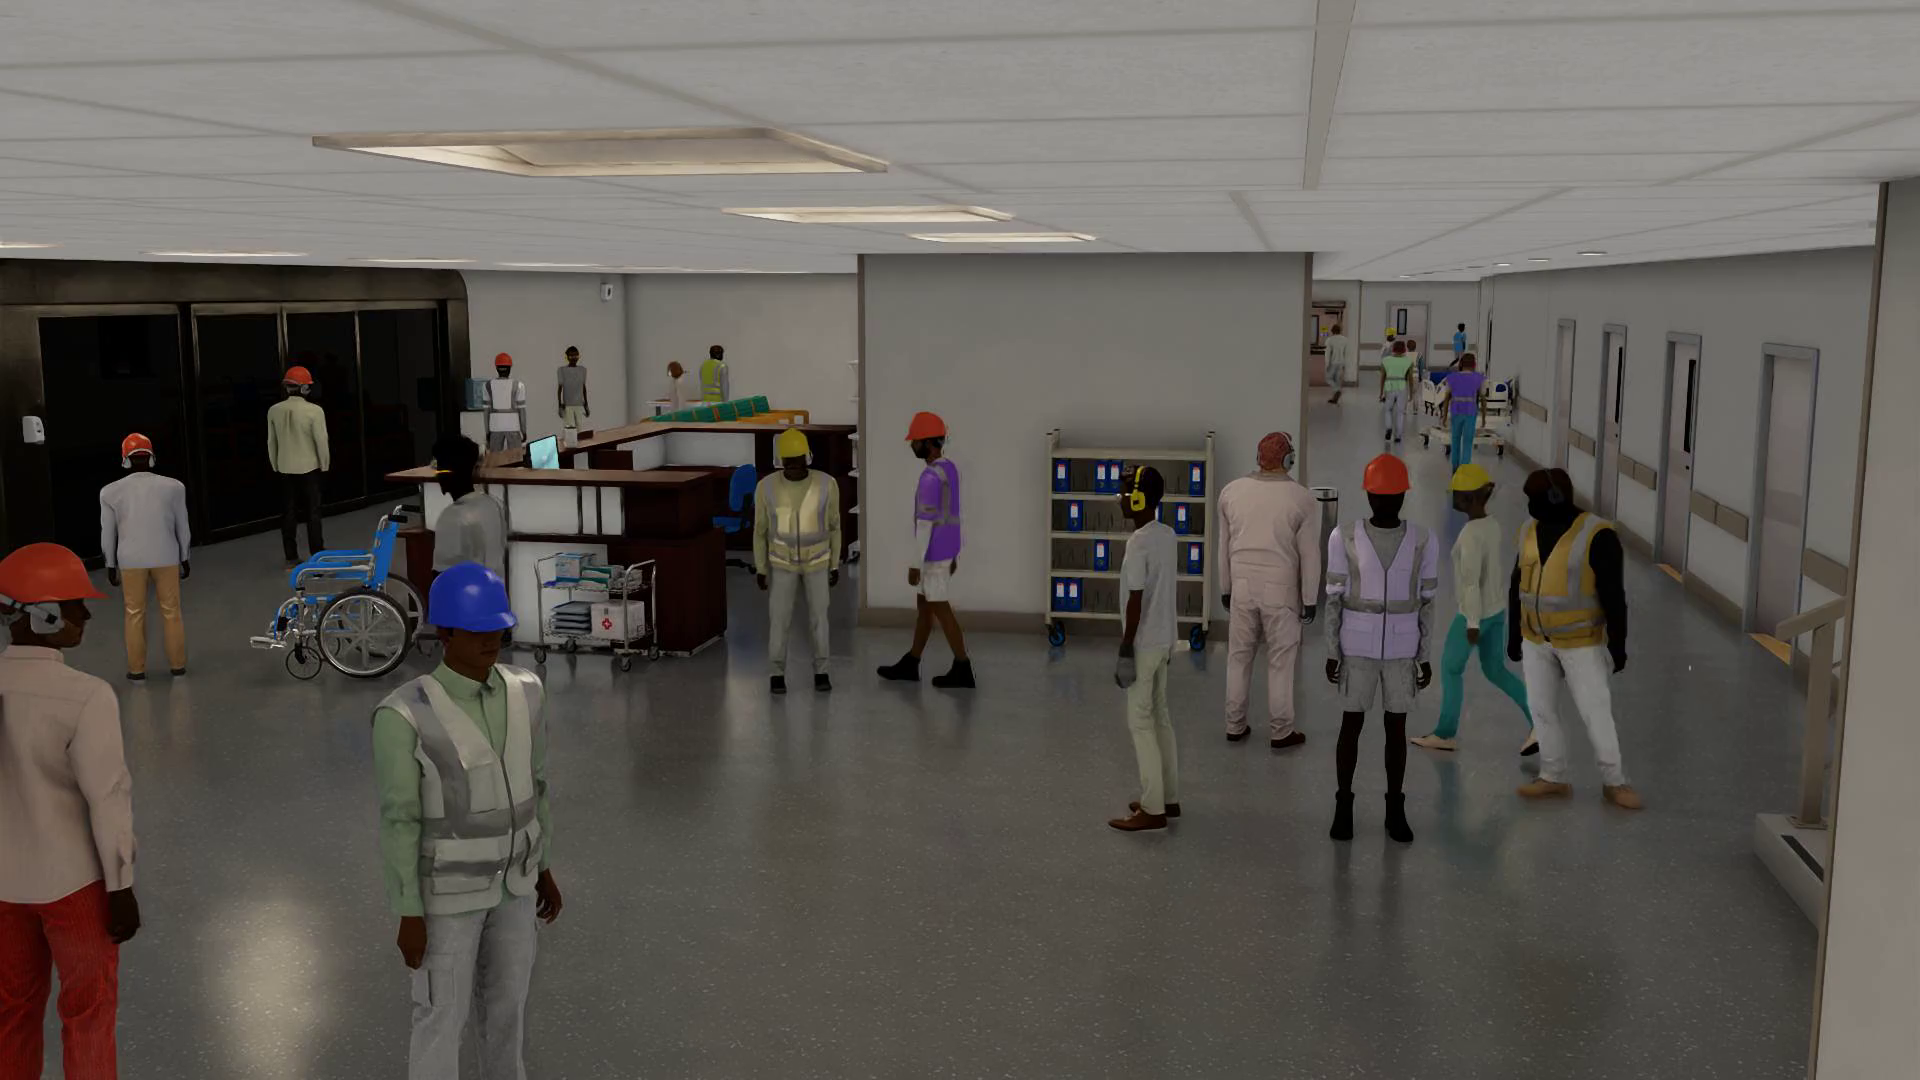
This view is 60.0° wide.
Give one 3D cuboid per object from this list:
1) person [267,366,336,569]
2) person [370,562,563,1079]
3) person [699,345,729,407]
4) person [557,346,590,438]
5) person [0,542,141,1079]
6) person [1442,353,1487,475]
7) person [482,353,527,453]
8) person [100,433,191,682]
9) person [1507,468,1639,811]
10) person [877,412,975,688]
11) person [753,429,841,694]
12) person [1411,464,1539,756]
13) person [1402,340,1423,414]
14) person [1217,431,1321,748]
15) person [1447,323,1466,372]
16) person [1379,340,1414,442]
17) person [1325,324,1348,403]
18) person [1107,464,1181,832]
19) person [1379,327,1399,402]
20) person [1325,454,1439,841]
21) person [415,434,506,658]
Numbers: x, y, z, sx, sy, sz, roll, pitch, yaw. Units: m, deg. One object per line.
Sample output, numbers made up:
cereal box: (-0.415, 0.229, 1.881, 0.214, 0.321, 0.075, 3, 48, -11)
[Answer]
person: (-6.450, -0.703, 16.297, 0.614, 1.993, 0.395, 2, 9, 11)
person: (-1.449, 1.026, 4.981, 0.391, 1.948, 0.605, 5, 10, 32)
person: (-4.048, -2.317, 27.577, 0.635, 1.834, 0.430, 7, 11, 40)
person: (-6.004, -2.082, 25.863, 0.521, 1.870, 0.319, -7, 11, -38)
person: (-2.726, 0.999, 5.014, 0.612, 1.991, 0.392, 3, 9, 17)
person: (7.353, -1.809, 24.208, 0.605, 1.821, 0.636, 4, 9, 23)
person: (-5.870, -1.452, 21.495, 0.546, 1.929, 0.387, 0, 9, -2)
person: (-5.695, 0.121, 11.655, 0.565, 1.743, 0.355, -5, 10, -29)
person: (3.271, 0.520, 8.860, 0.546, 1.805, 0.749, -6, 10, -34)
person: (-0.215, 0.077, 11.431, 0.653, 1.923, 0.567, 2, 9, 12)
person: (-1.101, 0.150, 11.261, 0.596, 1.814, 0.452, -1, 9, -4)
person: (3.112, 0.420, 9.730, 0.782, 1.732, 0.548, 6, 11, 36)
person: (9.877, -3.566, 36.478, 0.525, 1.637, 0.307, 1, 9, 6)
person: (1.862, 0.298, 9.989, 0.648, 1.901, 0.399, 5, 10, 32)
person: (15.815, -6.051, 52.807, 0.554, 1.684, 0.534, -3, 9, -21)
person: (7.849, -2.669, 29.889, 0.592, 1.827, 0.456, 3, 9, 19)
person: (9.032, -4.223, 39.891, 0.634, 1.922, 0.531, -3, 9, -22)
person: (0.953, 0.544, 8.469, 0.331, 1.863, 0.513, 5, 10, 28)
person: (10.470, -4.259, 40.476, 0.403, 1.824, 0.591, -6, 10, -34)
person: (2.088, 0.536, 8.268, 0.545, 1.938, 0.357, 1, 9, 6)
person: (-2.754, 0.392, 9.166, 0.463, 1.948, 0.624, 1, 9, 4)
